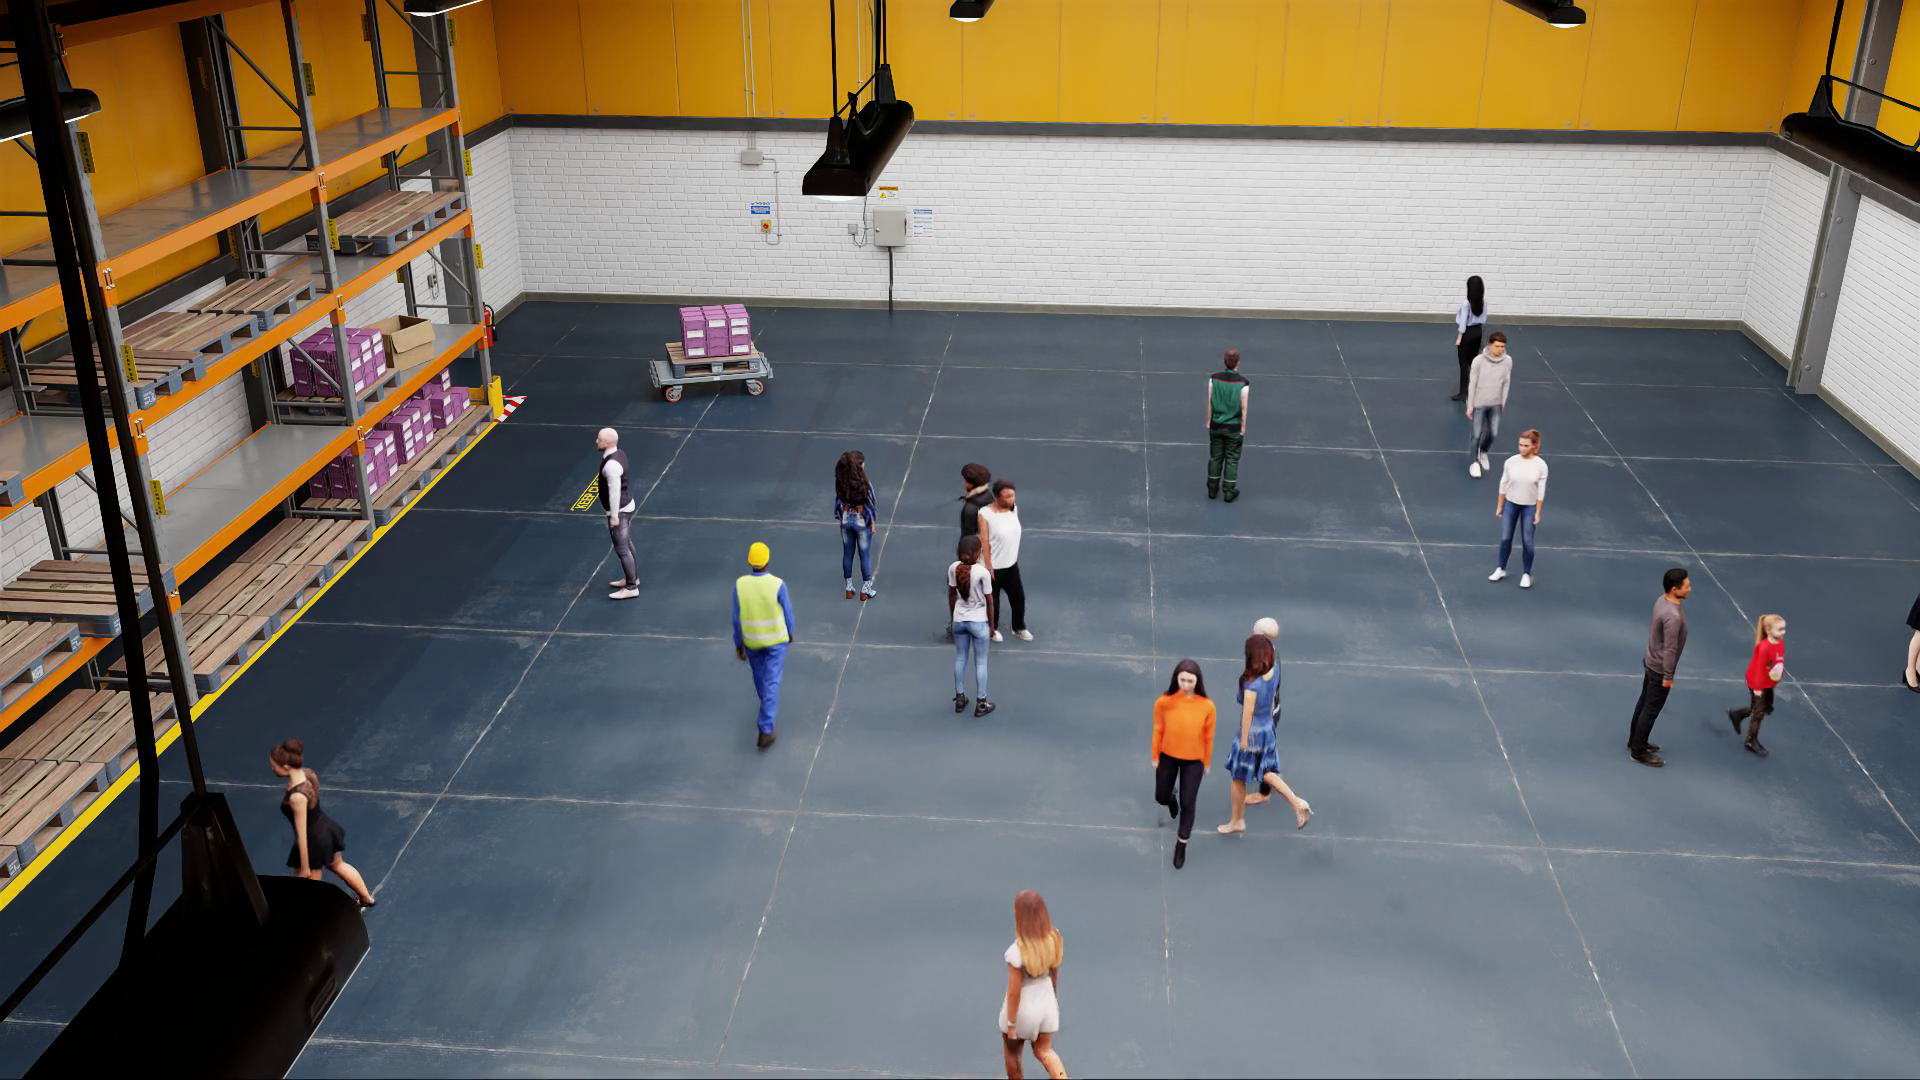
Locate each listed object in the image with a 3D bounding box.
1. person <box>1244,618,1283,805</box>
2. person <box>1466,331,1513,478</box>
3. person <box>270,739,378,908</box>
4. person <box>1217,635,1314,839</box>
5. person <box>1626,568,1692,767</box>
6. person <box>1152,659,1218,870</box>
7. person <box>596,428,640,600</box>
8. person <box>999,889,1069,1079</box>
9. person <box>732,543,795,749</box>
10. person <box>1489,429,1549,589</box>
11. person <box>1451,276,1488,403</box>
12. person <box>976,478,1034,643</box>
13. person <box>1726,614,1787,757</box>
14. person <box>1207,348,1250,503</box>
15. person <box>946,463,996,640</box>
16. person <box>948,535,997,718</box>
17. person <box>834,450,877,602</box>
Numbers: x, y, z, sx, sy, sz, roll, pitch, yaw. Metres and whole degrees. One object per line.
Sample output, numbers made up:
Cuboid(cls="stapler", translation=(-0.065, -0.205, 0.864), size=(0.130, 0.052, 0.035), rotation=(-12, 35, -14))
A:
Cuboid(cls="person", translation=(2.473, 1.359, 13.428), size=(0.761, 1.712, 0.563), rotation=(5, 24, 12))
Cuboid(cls="person", translation=(6.377, -1.688, 20.241), size=(0.676, 1.838, 0.679), rotation=(1, 24, 2))
Cuboid(cls="person", translation=(-4.559, 2.133, 11.705), size=(0.918, 1.674, 0.713), rotation=(-3, 24, -7))
Cuboid(cls="person", translation=(2.346, 1.583, 12.823), size=(0.977, 1.787, 1.021), rotation=(15, 28, 31))
Cuboid(cls="person", translation=(5.921, 1.047, 14.073), size=(0.740, 1.767, 0.517), rotation=(-8, 25, -18))
Cuboid(cls="person", translation=(1.700, 1.647, 12.740), size=(0.684, 1.735, 0.911), rotation=(4, 24, 9))
Cuboid(cls="person", translation=(-3.504, -0.290, 17.064), size=(0.790, 1.820, 0.604), rotation=(-3, 24, -7))
Cuboid(cls="person", translation=(0.481, 2.871, 10.011), size=(0.961, 1.678, 1.036), rotation=(-18, 30, -36))
Cuboid(cls="person", translation=(-1.702, 0.920, 14.355), size=(0.672, 1.775, 1.160), rotation=(3, 24, 6))
Cuboid(cls="person", translation=(5.833, -0.331, 17.289), size=(0.696, 1.716, 0.691), rotation=(14, 27, 28))
Cuboid(cls="person", translation=(7.003, -2.770, 22.832), size=(0.736, 1.744, 0.761), rotation=(-14, 27, -29))
Cuboid(cls="person", translation=(0.347, 0.180, 16.175), size=(0.870, 1.673, 0.930), rotation=(-17, 29, -34))
Cuboid(cls="person", translation=(6.859, 1.216, 14.303), size=(0.710, 1.272, 0.786), rotation=(-16, 28, -32))
Cuboid(cls="person", translation=(3.122, -1.360, 19.486), size=(0.712, 1.842, 0.707), rotation=(11, 26, 24))
Cuboid(cls="person", translation=(0.176, 0.088, 16.255), size=(0.799, 1.776, 0.683), rotation=(12, 26, 25))
Cuboid(cls="person", translation=(0.098, 0.747, 14.818), size=(0.661, 1.719, 0.651), rotation=(12, 27, 26))
Cuboid(cls="person", translation=(-1.063, -0.162, 17.027), size=(0.667, 1.616, 0.651), rotation=(10, 25, 21))
